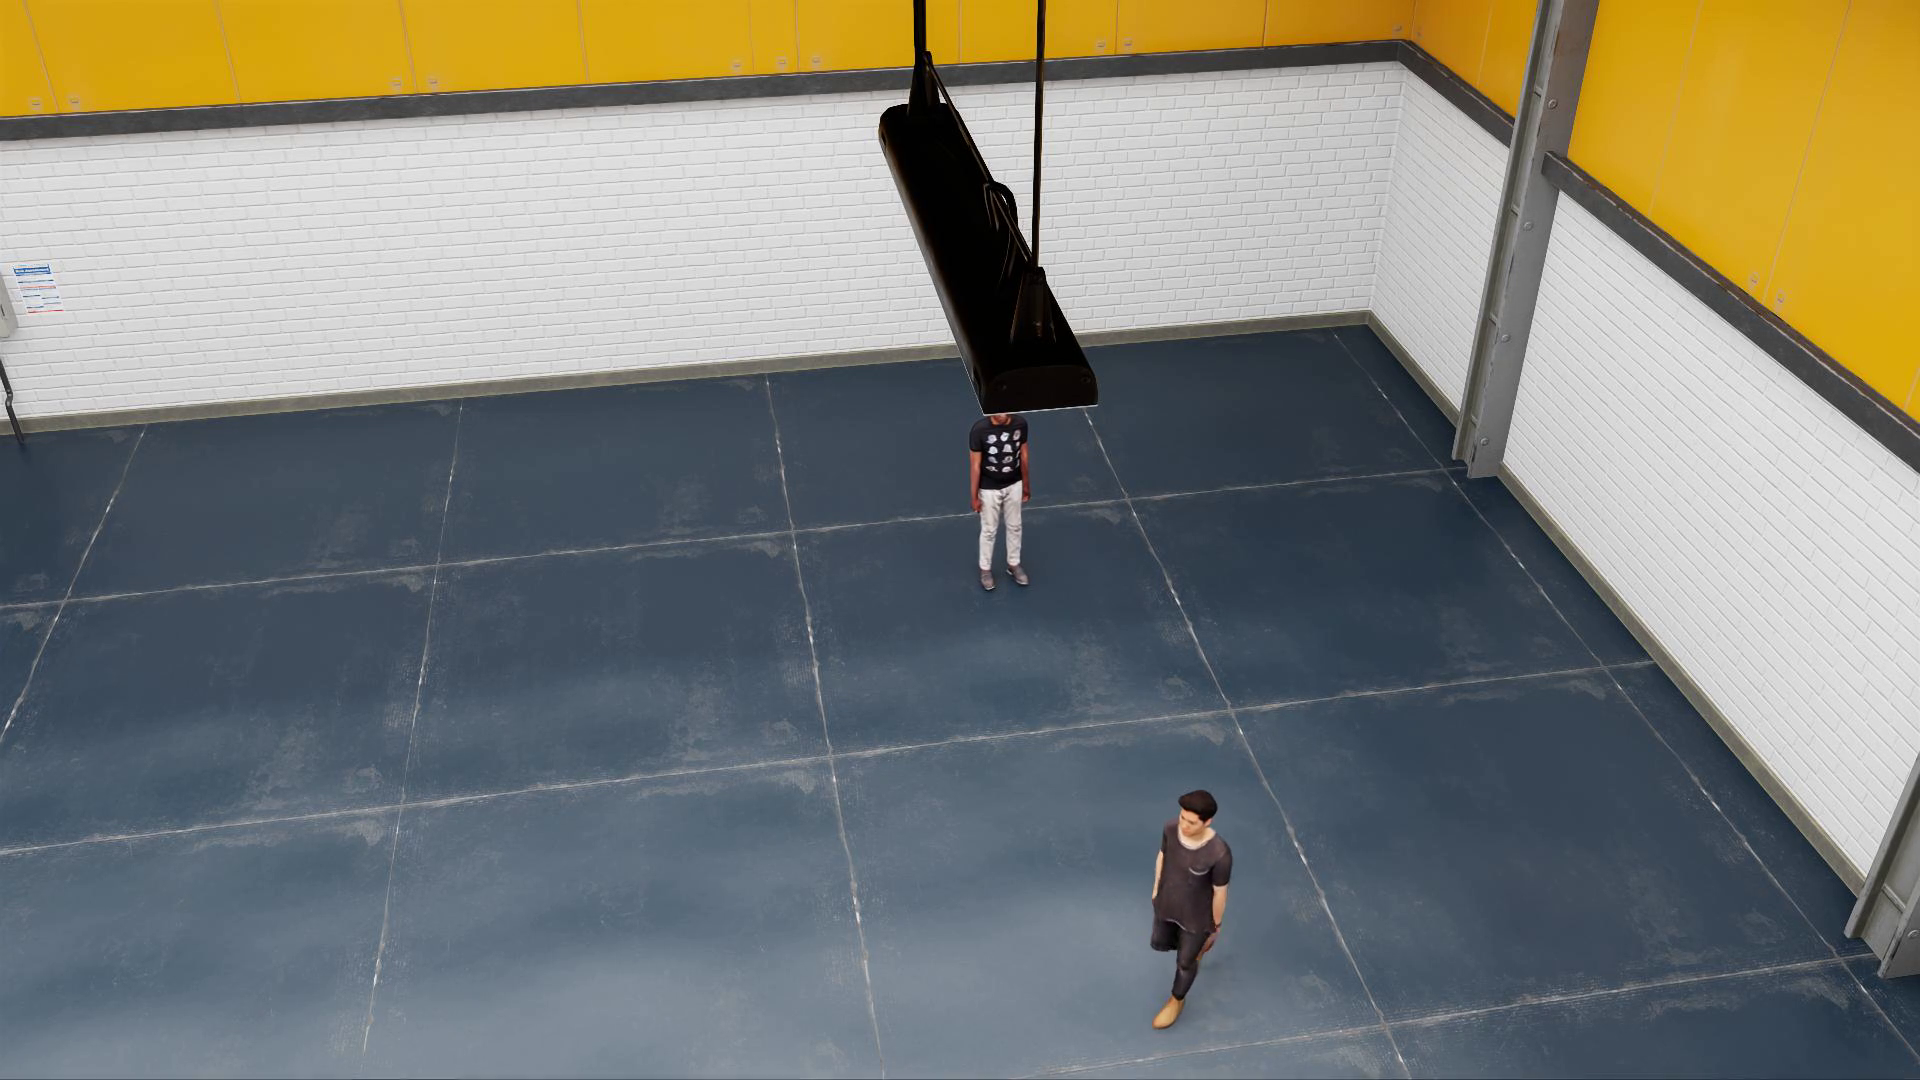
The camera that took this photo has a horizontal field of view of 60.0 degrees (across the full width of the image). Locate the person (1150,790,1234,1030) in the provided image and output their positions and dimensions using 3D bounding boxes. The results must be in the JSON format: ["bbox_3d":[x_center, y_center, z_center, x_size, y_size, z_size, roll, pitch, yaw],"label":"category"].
[{"bbox_3d":[1.356,2.072,9.673,0.938,1.704,0.920,-28,43,-36],"label":"person"}]

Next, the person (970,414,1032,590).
[{"bbox_3d":[0.317,-0.441,13.367,0.703,1.801,0.673,-11,35,-17],"label":"person"}]
